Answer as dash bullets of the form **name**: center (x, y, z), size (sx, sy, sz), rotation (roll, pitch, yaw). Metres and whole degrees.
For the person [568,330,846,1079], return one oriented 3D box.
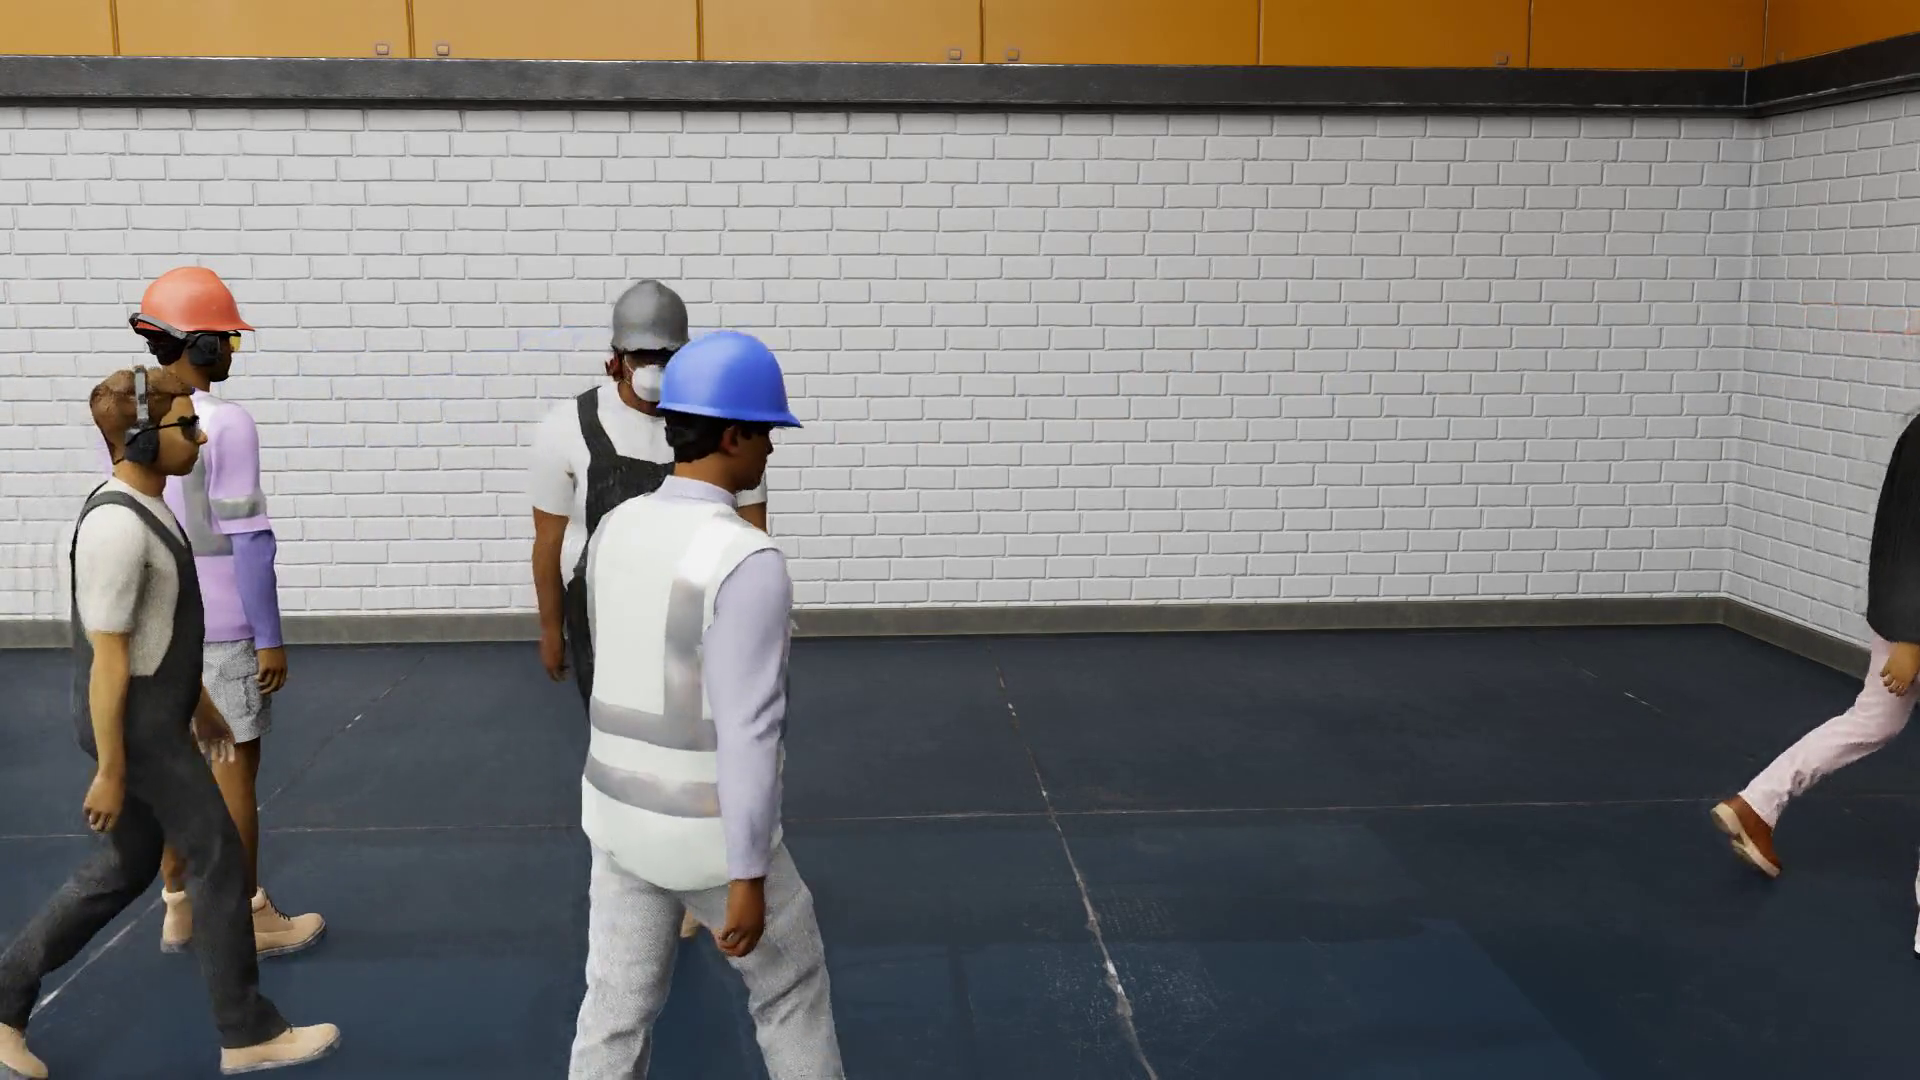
- **person**: center (-0.452, 0.543, 3.363), size (0.910, 1.901, 0.633), rotation (-9, 13, -43)

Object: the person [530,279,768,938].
- **person**: center (-0.889, 0.223, 4.956), size (0.695, 2.000, 0.561), rotation (-4, 10, -23)

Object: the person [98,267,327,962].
- **person**: center (-2.212, 0.230, 4.905), size (0.604, 2.044, 0.375), rotation (5, 10, 26)

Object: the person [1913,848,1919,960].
- **person**: center (3.007, 0.333, 4.681), size (0.406, 1.911, 0.638), rotation (-1, 9, -9)

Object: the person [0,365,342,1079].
- **person**: center (-2.075, 0.479, 4.091), size (0.856, 1.818, 0.512), rotation (-5, 10, -26)

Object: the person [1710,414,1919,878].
- **person**: center (2.971, 0.218, 5.252), size (0.960, 1.959, 0.649), rotation (4, 10, 25)
